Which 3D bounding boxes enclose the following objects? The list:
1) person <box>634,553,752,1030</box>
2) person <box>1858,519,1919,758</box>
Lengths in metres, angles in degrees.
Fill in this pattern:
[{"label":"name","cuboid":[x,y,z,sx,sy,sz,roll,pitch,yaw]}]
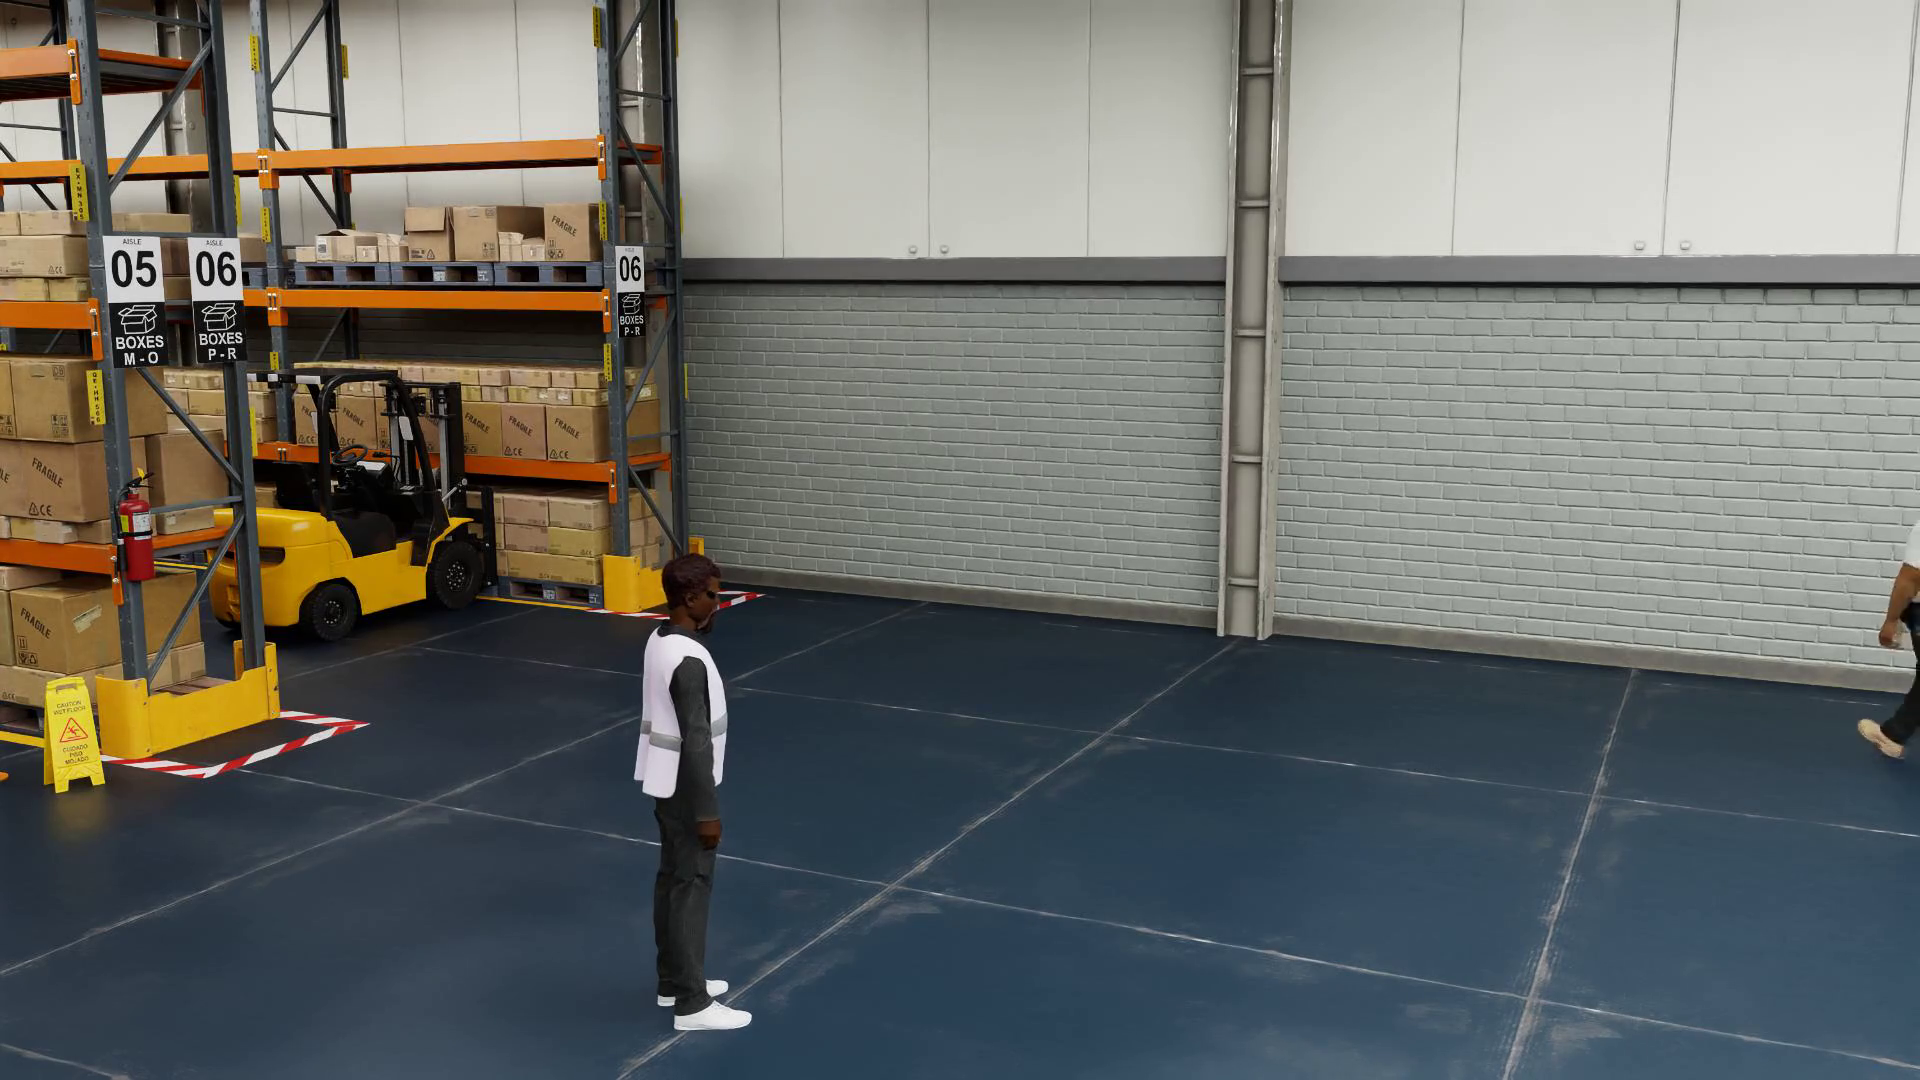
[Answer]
[{"label":"person","cuboid":[-1.096,1.000,6.671,0.391,1.918,0.593,-4,10,-22]},{"label":"person","cuboid":[5.768,0.409,9.919,0.709,2.000,0.976,-4,10,-23]}]
